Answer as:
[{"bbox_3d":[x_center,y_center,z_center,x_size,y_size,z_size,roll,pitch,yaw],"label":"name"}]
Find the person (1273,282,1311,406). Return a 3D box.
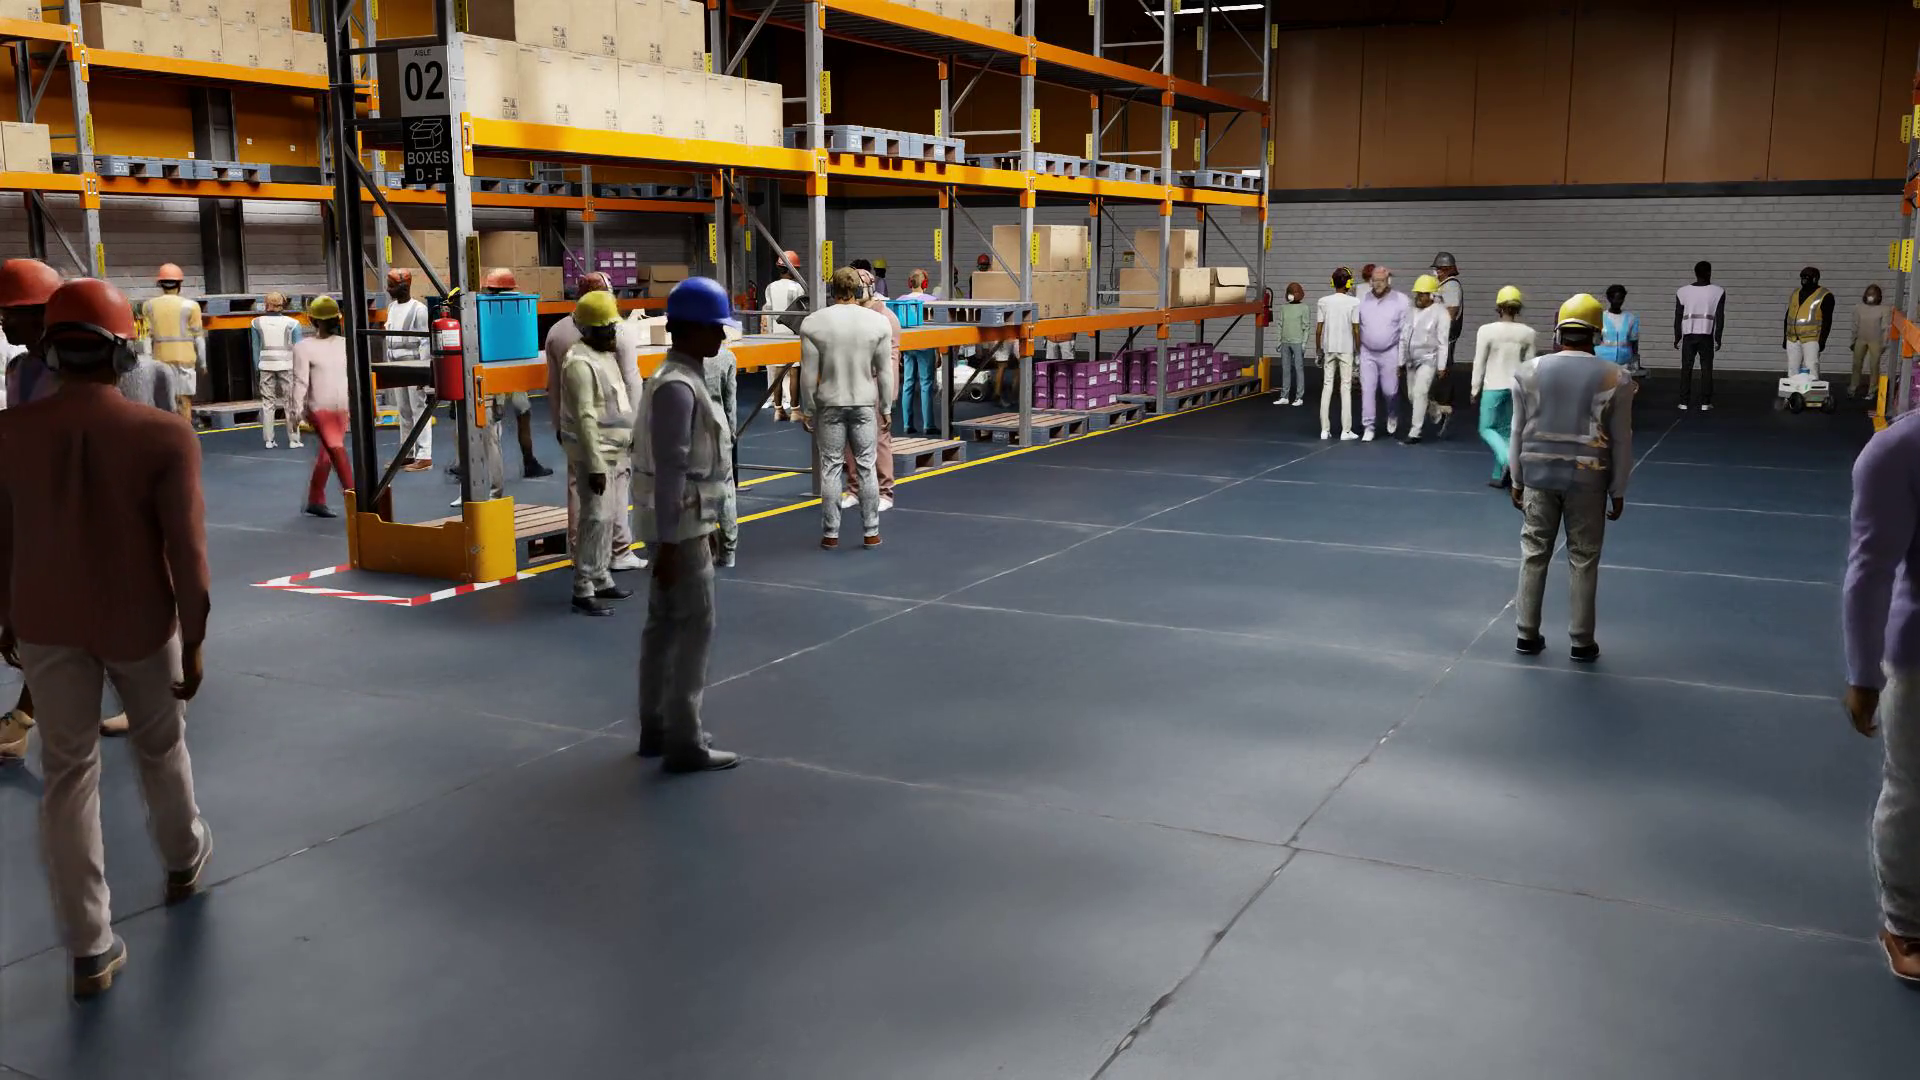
[{"bbox_3d":[4.417,-2.600,22.101,0.288,1.634,0.499,-9,13,-42],"label":"person"}]

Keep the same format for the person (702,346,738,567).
[{"bbox_3d":[-1.642,-0.671,10.613,0.491,1.746,0.284,-9,13,-42],"label":"person"}]

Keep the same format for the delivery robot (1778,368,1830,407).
[{"bbox_3d":[10.704,-1.933,21.089,0.477,0.478,0.707,0,10,-1],"label":"delivery robot"}]

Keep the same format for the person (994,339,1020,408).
[{"bbox_3d":[0.674,-2.655,21.600,0.586,1.914,0.564,9,13,41],"label":"person"}]

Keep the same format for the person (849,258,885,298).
[{"bbox_3d":[-1.036,-1.988,17.599,0.604,1.965,0.367,7,12,35],"label":"person"}]

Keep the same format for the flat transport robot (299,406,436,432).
[{"bbox_3d":[-6.853,-1.405,19.125,1.431,0.197,0.652,-9,13,-41],"label":"flat transport robot"}]

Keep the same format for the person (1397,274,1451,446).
[{"bbox_3d":[4.953,-1.901,17.593,0.765,1.807,0.602,-6,11,-29],"label":"person"}]

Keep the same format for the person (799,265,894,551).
[{"bbox_3d":[-0.768,-0.890,11.321,0.638,1.938,0.356,-1,10,-6],"label":"person"}]

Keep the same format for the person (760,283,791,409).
[{"bbox_3d":[-2.384,-2.515,21.582,0.514,1.645,0.309,7,12,35],"label":"person"}]

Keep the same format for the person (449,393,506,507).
[{"bbox_3d":[-3.838,-1.065,13.208,0.515,1.636,0.315,3,10,18],"label":"person"}]

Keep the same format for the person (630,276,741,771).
[{"bbox_3d":[-1.076,-0.063,6.553,0.429,1.940,0.620,-2,10,-12],"label":"person"}]

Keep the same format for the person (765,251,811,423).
[{"bbox_3d":[-2.036,-2.421,19.883,0.611,2.043,0.374,7,12,36],"label":"person"}]

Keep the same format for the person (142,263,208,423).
[{"bbox_3d":[-7.742,-1.759,16.417,0.546,1.919,0.511,-1,10,-4],"label":"person"}]

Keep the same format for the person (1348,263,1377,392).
[{"bbox_3d":[5.822,-3.009,23.783,0.611,1.869,0.417,5,11,28],"label":"person"}]

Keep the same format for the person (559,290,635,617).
[{"bbox_3d":[-2.043,-0.491,9.416,0.405,1.806,0.635,0,10,-1],"label":"person"}]

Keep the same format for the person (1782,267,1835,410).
[{"bbox_3d":[10.915,-2.596,21.498,0.429,1.839,0.621,-5,11,-28],"label":"person"}]

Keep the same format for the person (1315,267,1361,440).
[{"bbox_3d":[4.107,-2.018,18.052,0.514,1.871,0.327,6,12,32],"label":"person"}]

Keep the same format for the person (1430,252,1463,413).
[{"bbox_3d":[6.108,-2.641,21.162,0.536,2.000,0.688,2,10,13],"label":"person"}]

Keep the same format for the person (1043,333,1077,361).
[{"bbox_3d":[1.363,-2.722,22.628,0.535,1.697,0.318,5,11,28],"label":"person"}]

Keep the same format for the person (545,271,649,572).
[{"bbox_3d":[-2.289,-0.747,10.596,0.652,1.904,0.402,4,10,20],"label":"person"}]

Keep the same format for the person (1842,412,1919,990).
[{"bbox_3d":[2.614,0.350,4.262,0.647,1.892,0.968,2,10,12],"label":"person"}]

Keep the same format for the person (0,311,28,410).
[{"bbox_3d":[-6.366,-0.792,11.049,0.621,1.839,0.429,2,10,13],"label":"person"}]

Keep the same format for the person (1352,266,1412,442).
[{"bbox_3d":[4.545,-2.013,17.970,0.657,1.888,0.690,5,11,25],"label":"person"}]

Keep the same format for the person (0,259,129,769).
[{"bbox_3d":[-3.671,-0.112,6.667,0.640,1.987,1.026,7,12,36],"label":"person"}]

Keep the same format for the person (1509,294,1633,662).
[{"bbox_3d":[3.032,-0.305,8.287,0.586,1.824,0.404,6,11,30],"label":"person"}]

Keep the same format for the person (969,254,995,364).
[{"bbox_3d":[0.433,-4.228,30.484,0.612,1.995,0.382,-5,11,-25],"label":"person"}]

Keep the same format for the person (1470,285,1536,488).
[{"bbox_3d":[4.639,-1.276,14.095,0.537,1.747,0.628,-1,10,-8],"label":"person"}]

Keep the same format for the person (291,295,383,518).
[{"bbox_3d":[-4.672,-0.973,12.457,0.920,1.699,0.628,6,12,32],"label":"person"}]

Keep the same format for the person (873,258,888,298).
[{"bbox_3d":[-1.426,-3.993,29.318,0.369,1.928,0.586,-6,11,-31],"label":"person"}]

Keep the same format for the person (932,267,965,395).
[{"bbox_3d":[-0.138,-2.950,23.528,0.429,1.842,0.633,6,11,30],"label":"person"}]

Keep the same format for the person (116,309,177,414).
[{"bbox_3d":[-4.114,-0.290,8.235,0.483,1.813,1.006,-1,10,-7],"label":"person"}]

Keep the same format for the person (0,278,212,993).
[{"bbox_3d":[-2.481,0.226,4.827,0.624,1.937,1.012,-3,10,-16],"label":"person"}]

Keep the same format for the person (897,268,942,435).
[{"bbox_3d":[-0.469,-2.093,18.545,0.565,1.849,0.390,5,11,27],"label":"person"}]

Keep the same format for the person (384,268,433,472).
[{"bbox_3d":[-5.137,-1.578,15.458,0.572,1.886,0.354,8,13,38],"label":"person"}]

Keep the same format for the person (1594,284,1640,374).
[{"bbox_3d":[7.135,-1.951,18.189,0.545,1.682,0.361,0,10,2],"label":"person"}]

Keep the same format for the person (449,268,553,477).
[{"bbox_3d":[-4.133,-1.463,14.767,0.962,1.903,0.555,-10,14,-44],"label":"person"}]

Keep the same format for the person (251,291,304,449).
[{"bbox_3d":[-7.040,-1.748,17.188,0.509,1.629,0.314,-2,10,-9],"label":"person"}]

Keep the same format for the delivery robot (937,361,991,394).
[{"bbox_3d":[0.051,-2.200,22.640,0.707,0.478,0.477,2,10,14],"label":"delivery robot"}]

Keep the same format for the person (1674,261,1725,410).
[{"bbox_3d":[9.541,-2.636,21.499,0.590,1.917,0.397,5,11,27],"label":"person"}]

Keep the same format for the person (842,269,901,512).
[{"bbox_3d":[-0.769,-1.168,13.067,0.650,1.900,0.401,8,12,38],"label":"person"}]

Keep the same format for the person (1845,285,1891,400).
[{"bbox_3d":[12.384,-2.679,22.689,0.514,1.574,0.880,9,14,43],"label":"person"}]
